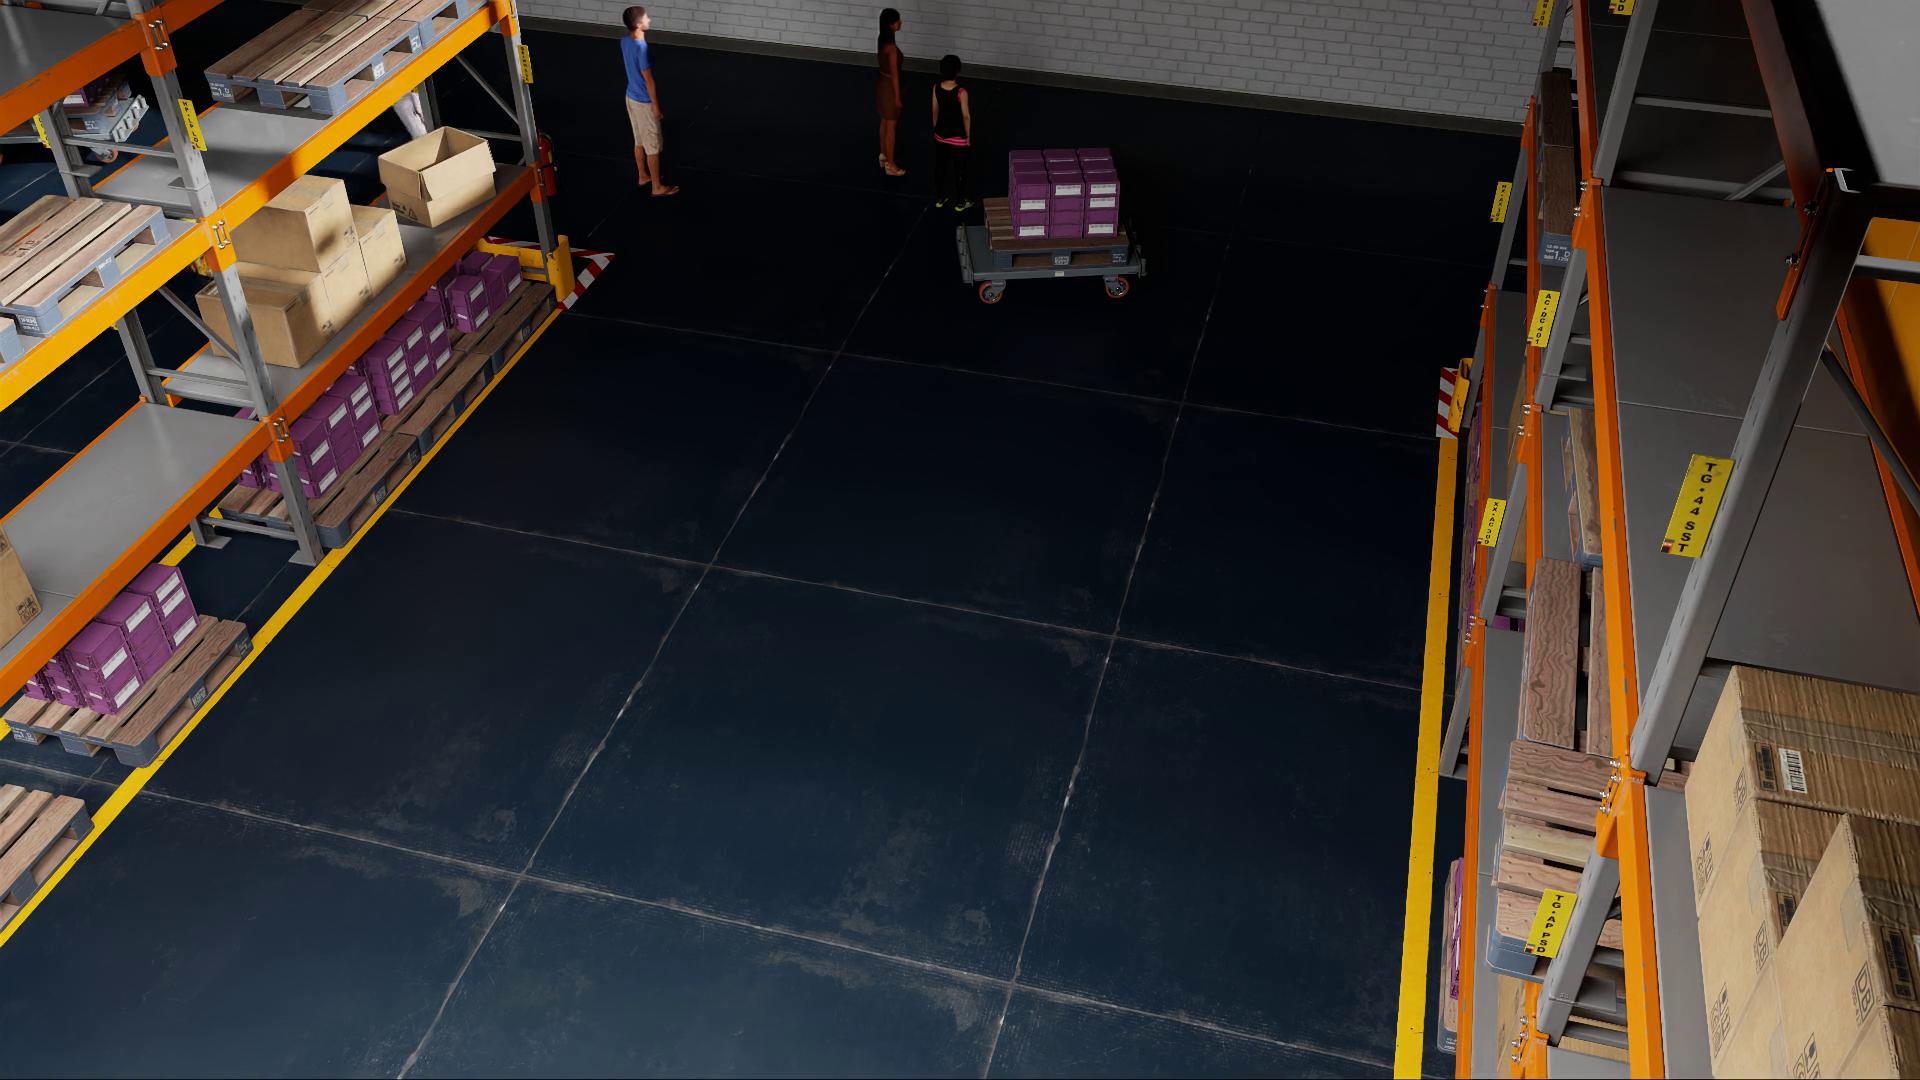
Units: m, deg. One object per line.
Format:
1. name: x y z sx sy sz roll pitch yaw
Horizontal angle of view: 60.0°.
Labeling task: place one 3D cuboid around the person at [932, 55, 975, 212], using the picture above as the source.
1. person: -0.085 -3.942 16.065 0.582 1.553 0.556 17 42 21

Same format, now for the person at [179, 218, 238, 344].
1. person: -6.210 -2.375 14.063 0.727 1.603 1.034 7 39 9

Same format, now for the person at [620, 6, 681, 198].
1. person: -3.102 -4.296 16.260 0.793 1.863 0.746 -22 44 -25

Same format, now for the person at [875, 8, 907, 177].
1. person: -0.696 -4.489 16.642 0.700 1.689 0.598 -10 40 -13
